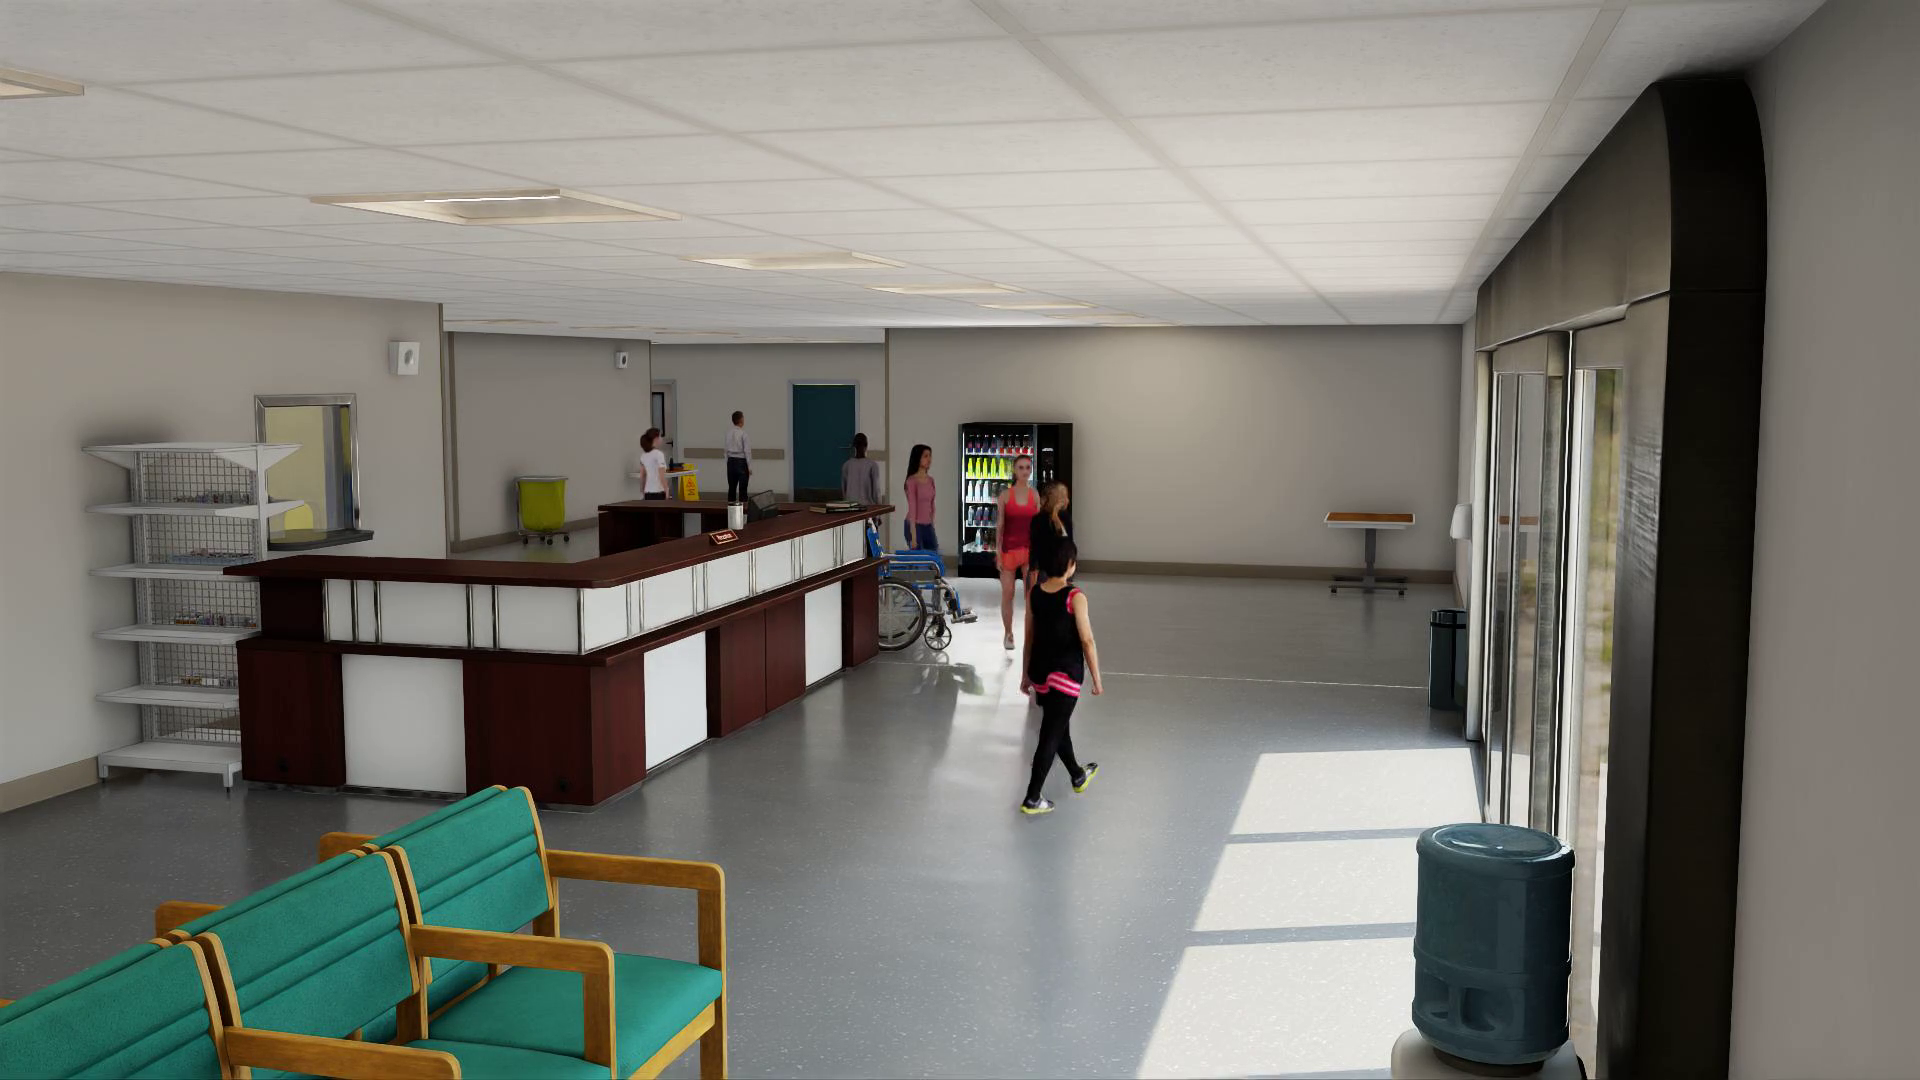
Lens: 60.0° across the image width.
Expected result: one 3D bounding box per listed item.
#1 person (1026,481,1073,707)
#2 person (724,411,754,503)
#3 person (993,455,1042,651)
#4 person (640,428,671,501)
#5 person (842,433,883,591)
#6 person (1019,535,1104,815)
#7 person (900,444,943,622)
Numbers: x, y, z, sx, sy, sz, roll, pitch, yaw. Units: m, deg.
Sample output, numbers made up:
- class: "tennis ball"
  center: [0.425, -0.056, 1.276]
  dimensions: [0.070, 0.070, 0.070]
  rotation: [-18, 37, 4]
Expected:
- class: "person"
  center: [0.613, 0.388, 12.257]
  dimensions: [0.741, 1.641, 0.730]
  rotation: [-4, 7, -37]
- class: "person"
  center: [-3.631, -1.208, 27.230]
  dimensions: [0.566, 1.820, 0.748]
  rotation: [3, 6, 26]
- class: "person"
  center: [0.477, 0.156, 14.253]
  dimensions: [1.164, 1.703, 0.900]
  rotation: [0, 6, -5]
- class: "person"
  center: [-3.881, -0.527, 20.857]
  dimensions: [0.788, 1.740, 0.798]
  rotation: [5, 8, 40]
- class: "person"
  center: [-1.100, -0.309, 18.539]
  dimensions: [0.484, 1.771, 0.688]
  rotation: [2, 6, 20]
- class: "person"
  center: [0.484, 0.768, 9.139]
  dimensions: [1.034, 1.509, 0.916]
  rotation: [5, 8, 40]
- class: "person"
  center: [-0.461, -0.084, 16.483]
  dimensions: [0.813, 1.734, 0.729]
  rotation: [5, 7, 39]
